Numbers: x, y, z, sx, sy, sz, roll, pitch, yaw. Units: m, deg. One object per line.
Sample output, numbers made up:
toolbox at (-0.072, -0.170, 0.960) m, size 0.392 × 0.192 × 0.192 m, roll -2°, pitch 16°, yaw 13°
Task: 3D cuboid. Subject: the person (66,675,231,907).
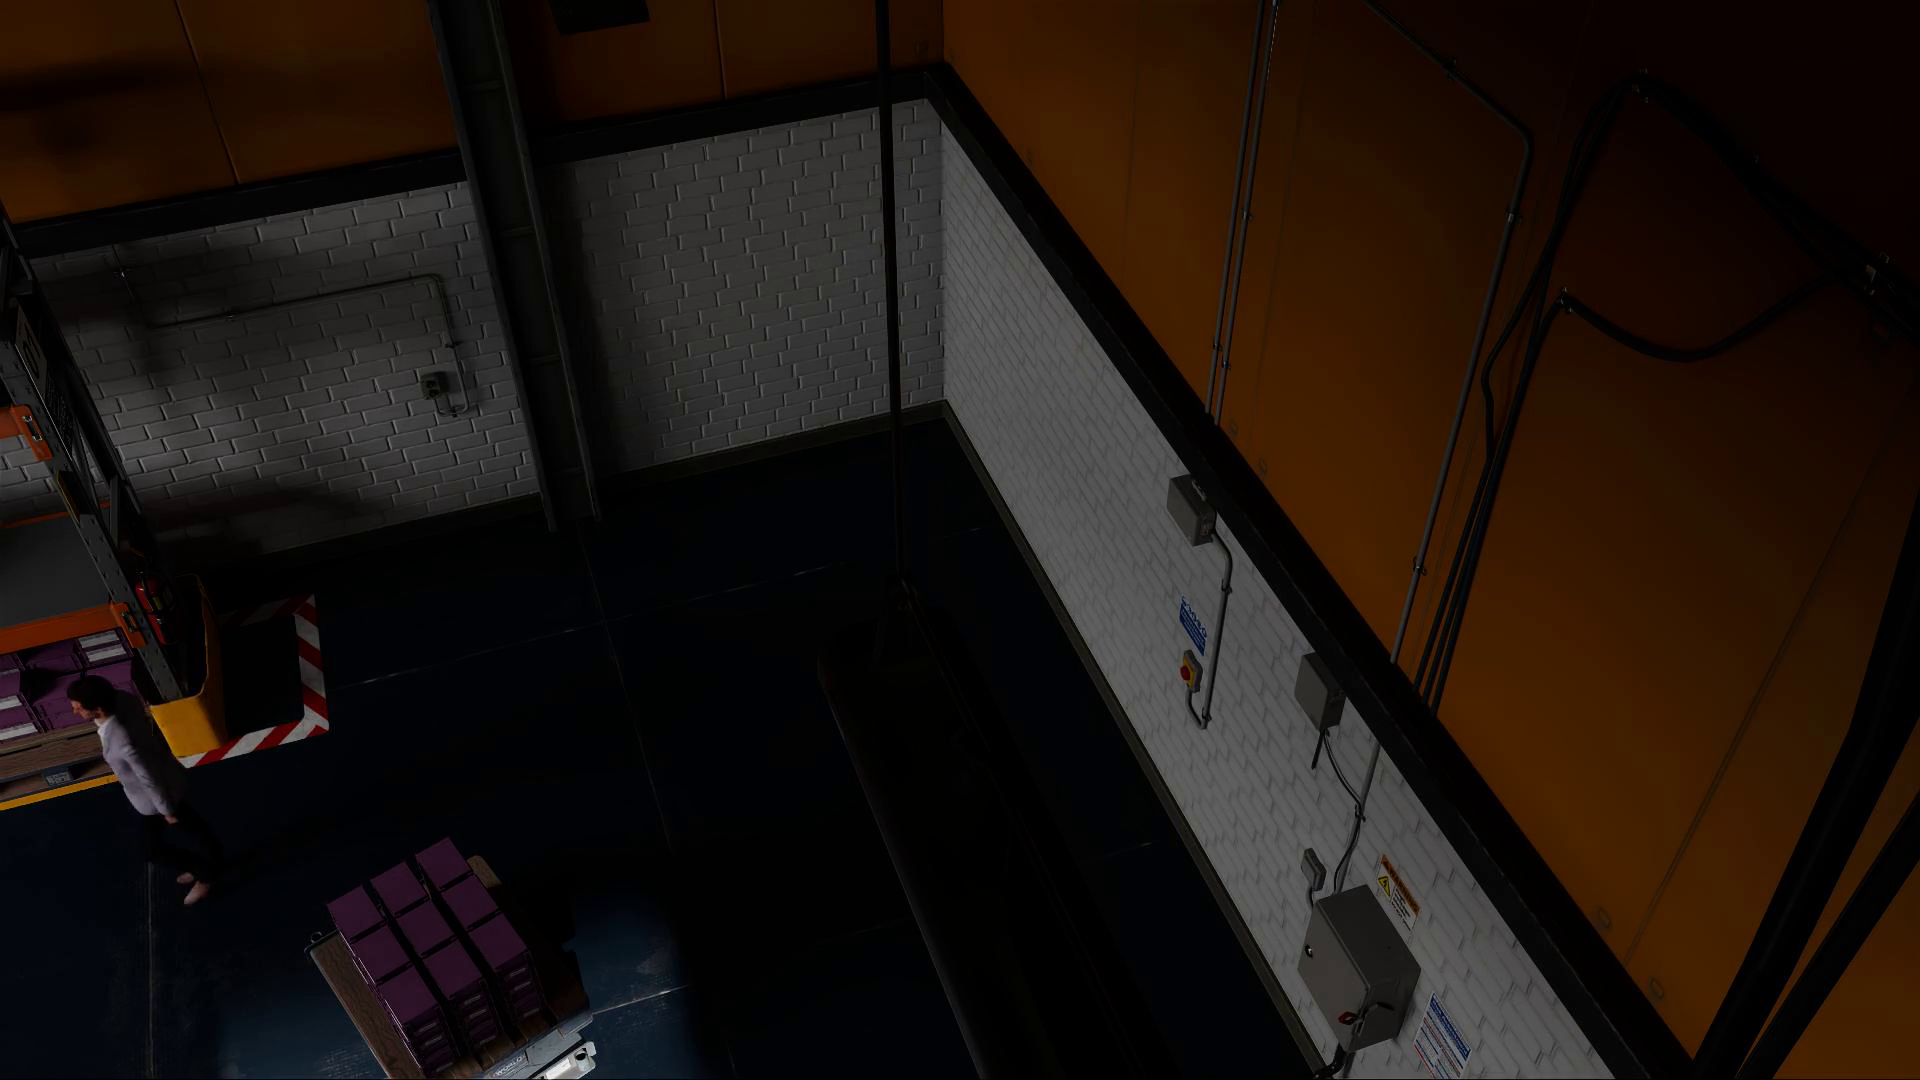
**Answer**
person at (-4.452, 1.359, 9.392) m, size 0.608 × 1.833 × 0.675 m, roll -17°, pitch 46°, yaw -17°
